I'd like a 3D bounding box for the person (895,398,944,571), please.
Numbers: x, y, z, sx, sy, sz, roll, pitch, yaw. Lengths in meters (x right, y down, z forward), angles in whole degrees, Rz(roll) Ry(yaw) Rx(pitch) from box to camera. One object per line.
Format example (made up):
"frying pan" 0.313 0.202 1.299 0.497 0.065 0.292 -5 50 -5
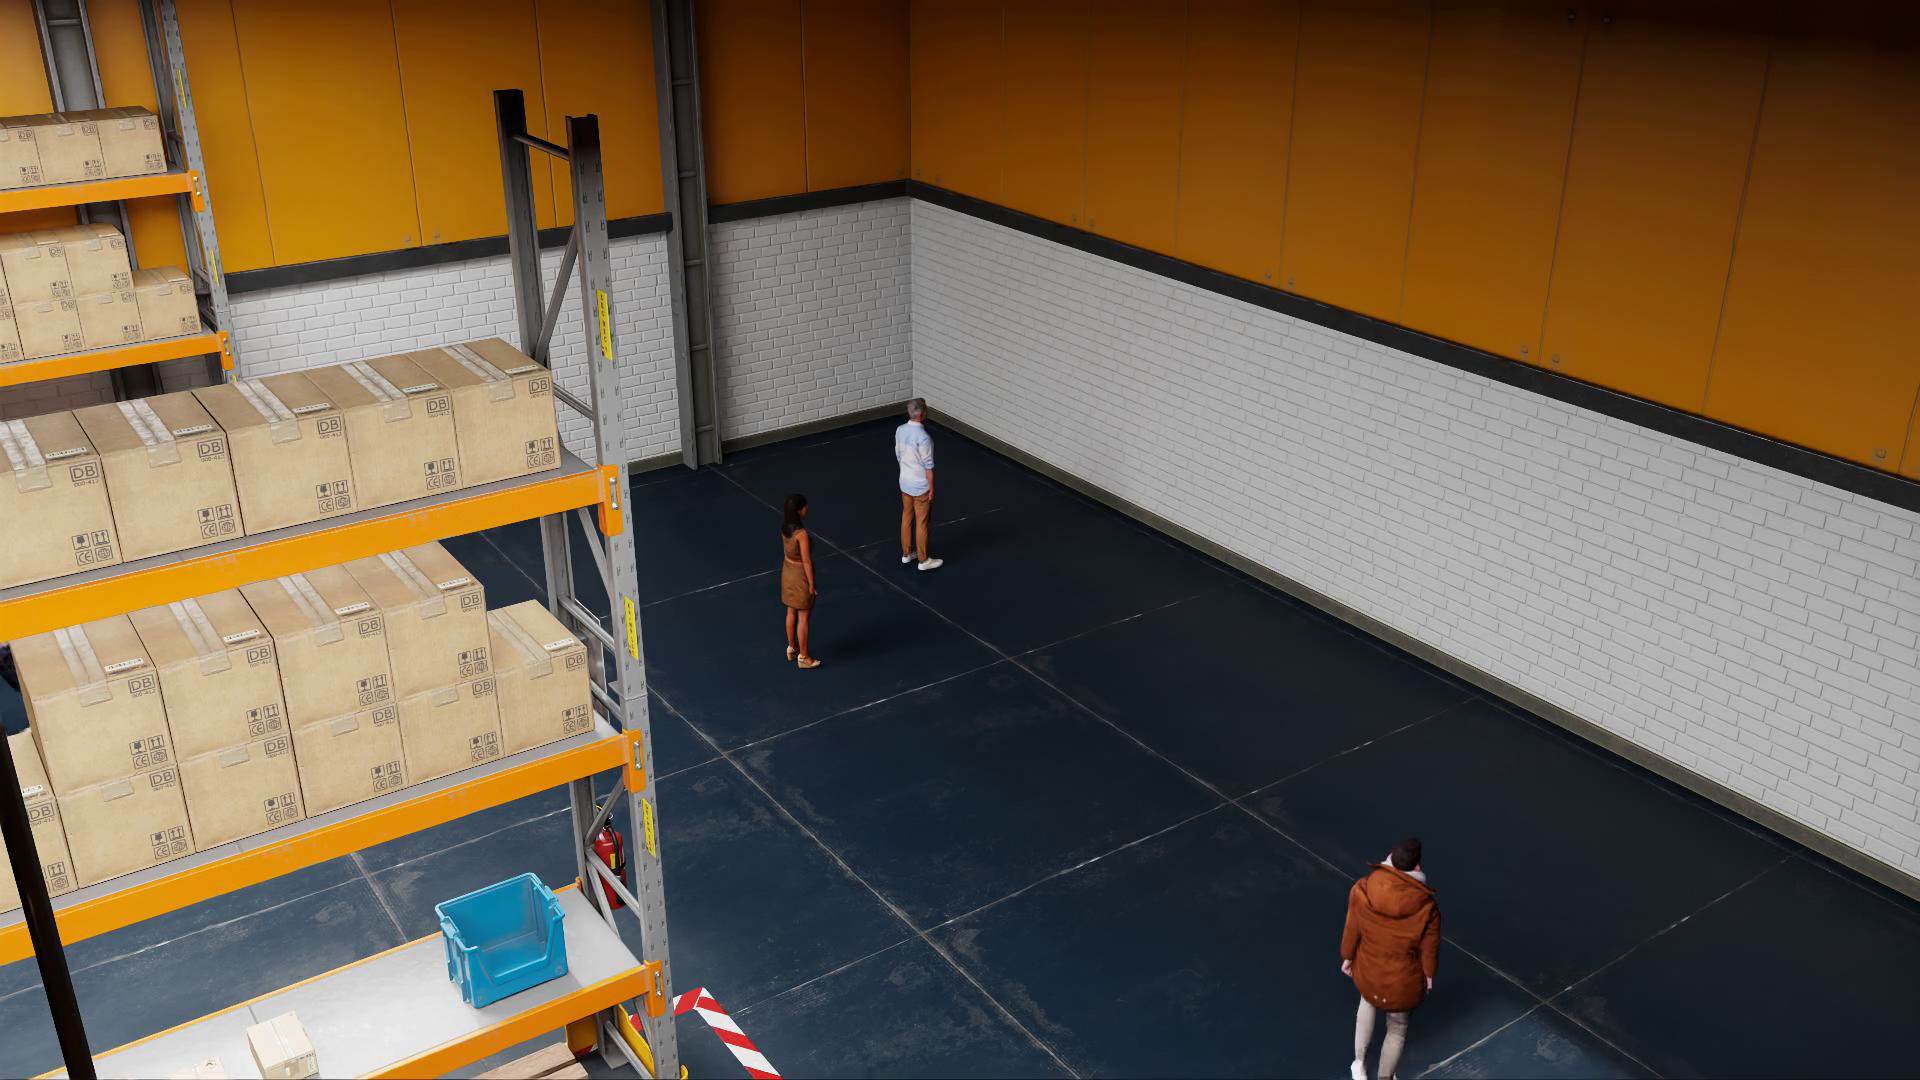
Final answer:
"person" -0.447 -0.594 17.191 0.600 1.827 0.700 -19 30 -37

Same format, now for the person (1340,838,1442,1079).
"person" 2.519 2.606 9.876 0.833 1.823 0.851 14 27 29

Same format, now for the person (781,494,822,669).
"person" -1.472 0.364 15.171 0.499 1.690 0.565 -15 28 -30
